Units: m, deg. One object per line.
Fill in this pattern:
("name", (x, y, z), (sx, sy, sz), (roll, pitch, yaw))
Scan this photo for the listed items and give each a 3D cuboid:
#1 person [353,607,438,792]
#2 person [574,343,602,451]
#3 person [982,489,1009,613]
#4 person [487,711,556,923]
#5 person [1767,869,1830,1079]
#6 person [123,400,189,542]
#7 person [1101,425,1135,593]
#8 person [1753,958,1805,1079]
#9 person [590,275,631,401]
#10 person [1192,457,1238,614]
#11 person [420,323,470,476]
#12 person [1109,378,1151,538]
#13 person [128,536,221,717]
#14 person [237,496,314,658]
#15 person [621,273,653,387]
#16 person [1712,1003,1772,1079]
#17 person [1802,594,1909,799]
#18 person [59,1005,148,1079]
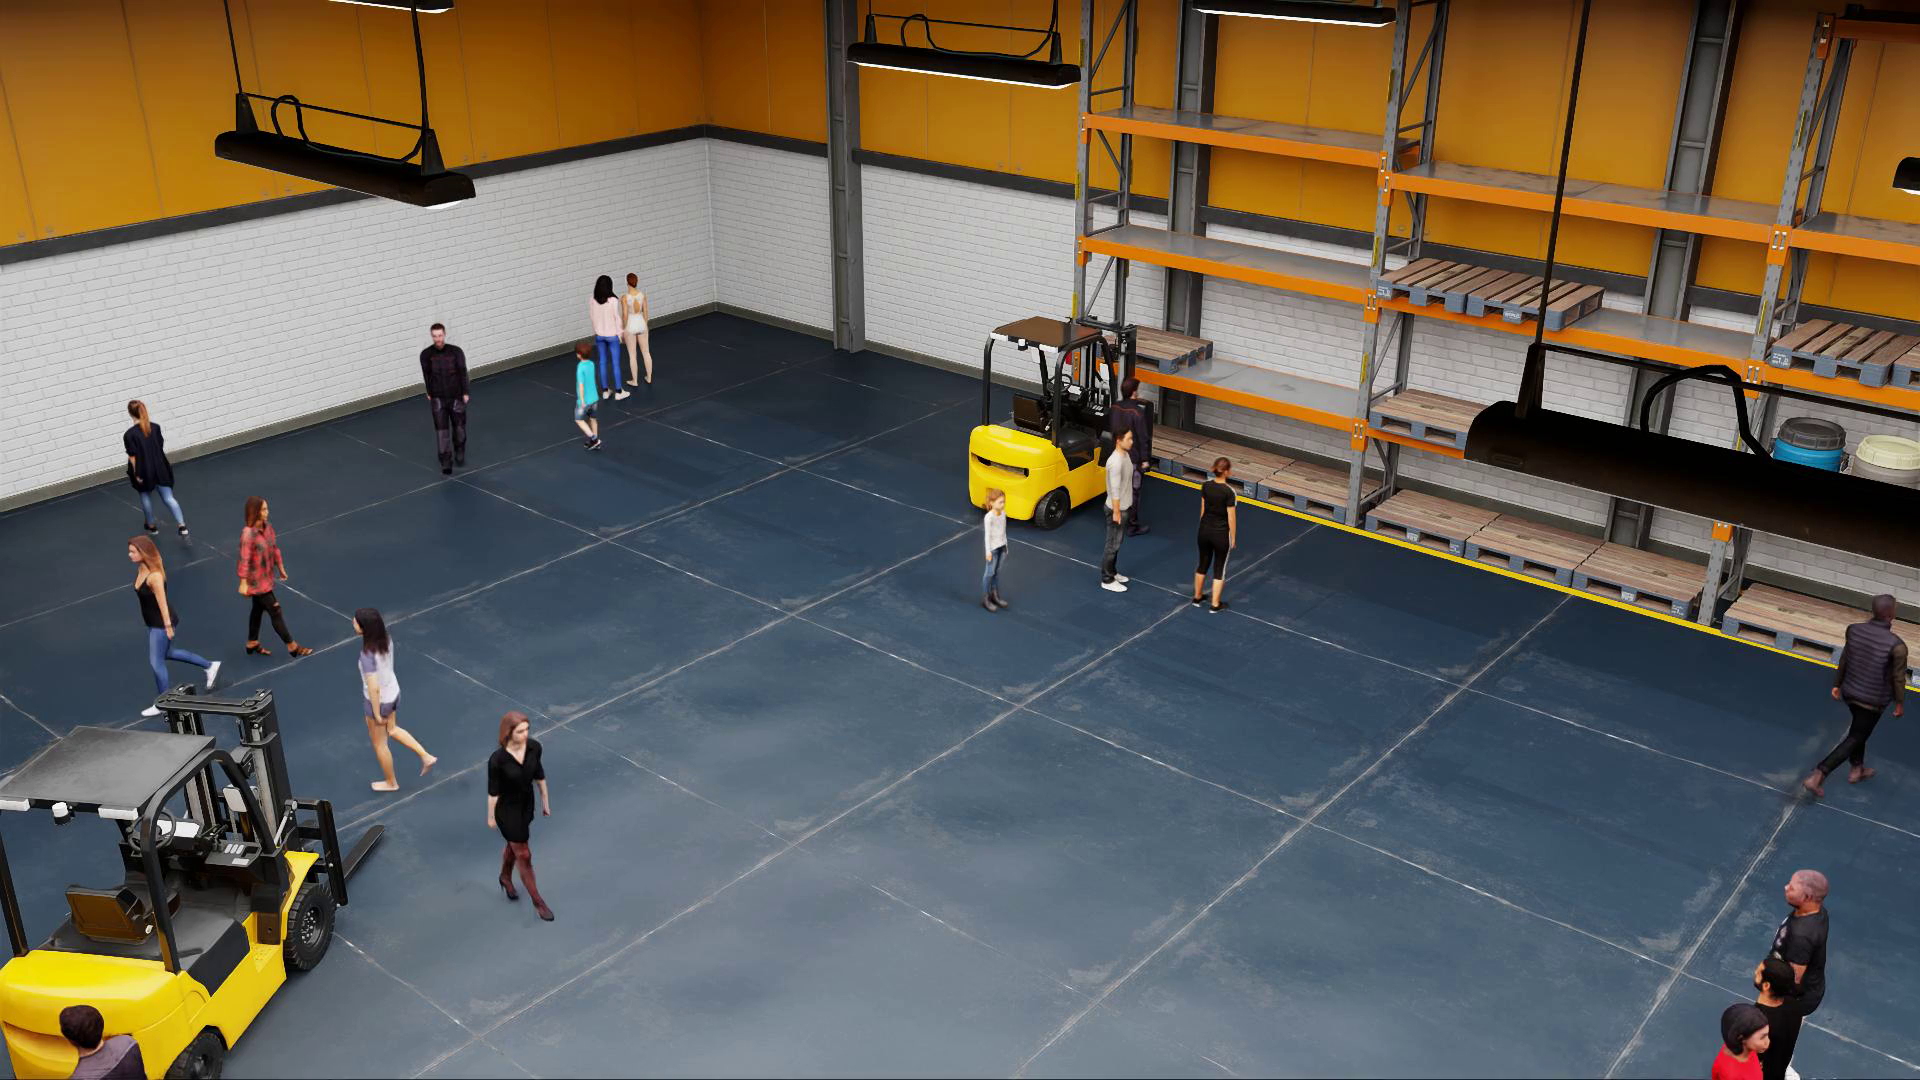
("person", (-4.707, 1.335, 13.792), (0.923, 1.716, 0.827), (2, 24, 5))
("person", (-4.741, -1.838, 21.397), (0.640, 1.439, 0.592), (10, 26, 22))
("person", (0.358, 0.086, 17.149), (0.467, 1.314, 0.471), (18, 29, 35))
("person", (-3.352, 1.995, 12.341), (0.890, 1.667, 0.602), (18, 29, 35))
("person", (5.193, 2.850, 10.233), (0.794, 1.790, 0.718), (15, 28, 31))
("person", (-9.014, -0.751, 18.641), (1.082, 1.654, 0.623), (20, 30, 38))
("person", (1.654, -0.357, 17.545), (0.699, 1.810, 0.732), (6, 24, 13))
("person", (4.570, 3.154, 9.578), (0.664, 1.757, 0.590), (-19, 30, -36))
("person", (-4.936, -2.842, 23.281), (0.604, 1.769, 0.764), (9, 25, 19))
("person", (2.613, -0.063, 17.052), (0.464, 1.665, 0.663), (22, 32, 40))
("person", (-6.394, -1.795, 20.776), (1.132, 1.857, 1.287), (-6, 24, -13))
("person", (1.904, -0.954, 18.876), (0.817, 1.837, 0.566), (-18, 30, -36))
("person", (-7.217, 0.736, 15.186), (0.745, 1.697, 0.991), (-19, 30, -37))
("person", (-6.829, 0.388, 16.023), (1.049, 1.663, 0.933), (3, 24, 8))
("person", (-4.648, -3.029, 23.865), (0.585, 1.644, 0.547), (-17, 29, -34))
("person", (4.157, 3.306, 9.270), (0.917, 1.725, 0.580), (19, 30, 36))
("person", (7.401, 1.326, 13.708), (1.125, 1.799, 1.221), (-9, 25, -19))
("person", (-4.533, 3.318, 9.111), (1.036, 1.831, 0.870), (10, 25, 21))
